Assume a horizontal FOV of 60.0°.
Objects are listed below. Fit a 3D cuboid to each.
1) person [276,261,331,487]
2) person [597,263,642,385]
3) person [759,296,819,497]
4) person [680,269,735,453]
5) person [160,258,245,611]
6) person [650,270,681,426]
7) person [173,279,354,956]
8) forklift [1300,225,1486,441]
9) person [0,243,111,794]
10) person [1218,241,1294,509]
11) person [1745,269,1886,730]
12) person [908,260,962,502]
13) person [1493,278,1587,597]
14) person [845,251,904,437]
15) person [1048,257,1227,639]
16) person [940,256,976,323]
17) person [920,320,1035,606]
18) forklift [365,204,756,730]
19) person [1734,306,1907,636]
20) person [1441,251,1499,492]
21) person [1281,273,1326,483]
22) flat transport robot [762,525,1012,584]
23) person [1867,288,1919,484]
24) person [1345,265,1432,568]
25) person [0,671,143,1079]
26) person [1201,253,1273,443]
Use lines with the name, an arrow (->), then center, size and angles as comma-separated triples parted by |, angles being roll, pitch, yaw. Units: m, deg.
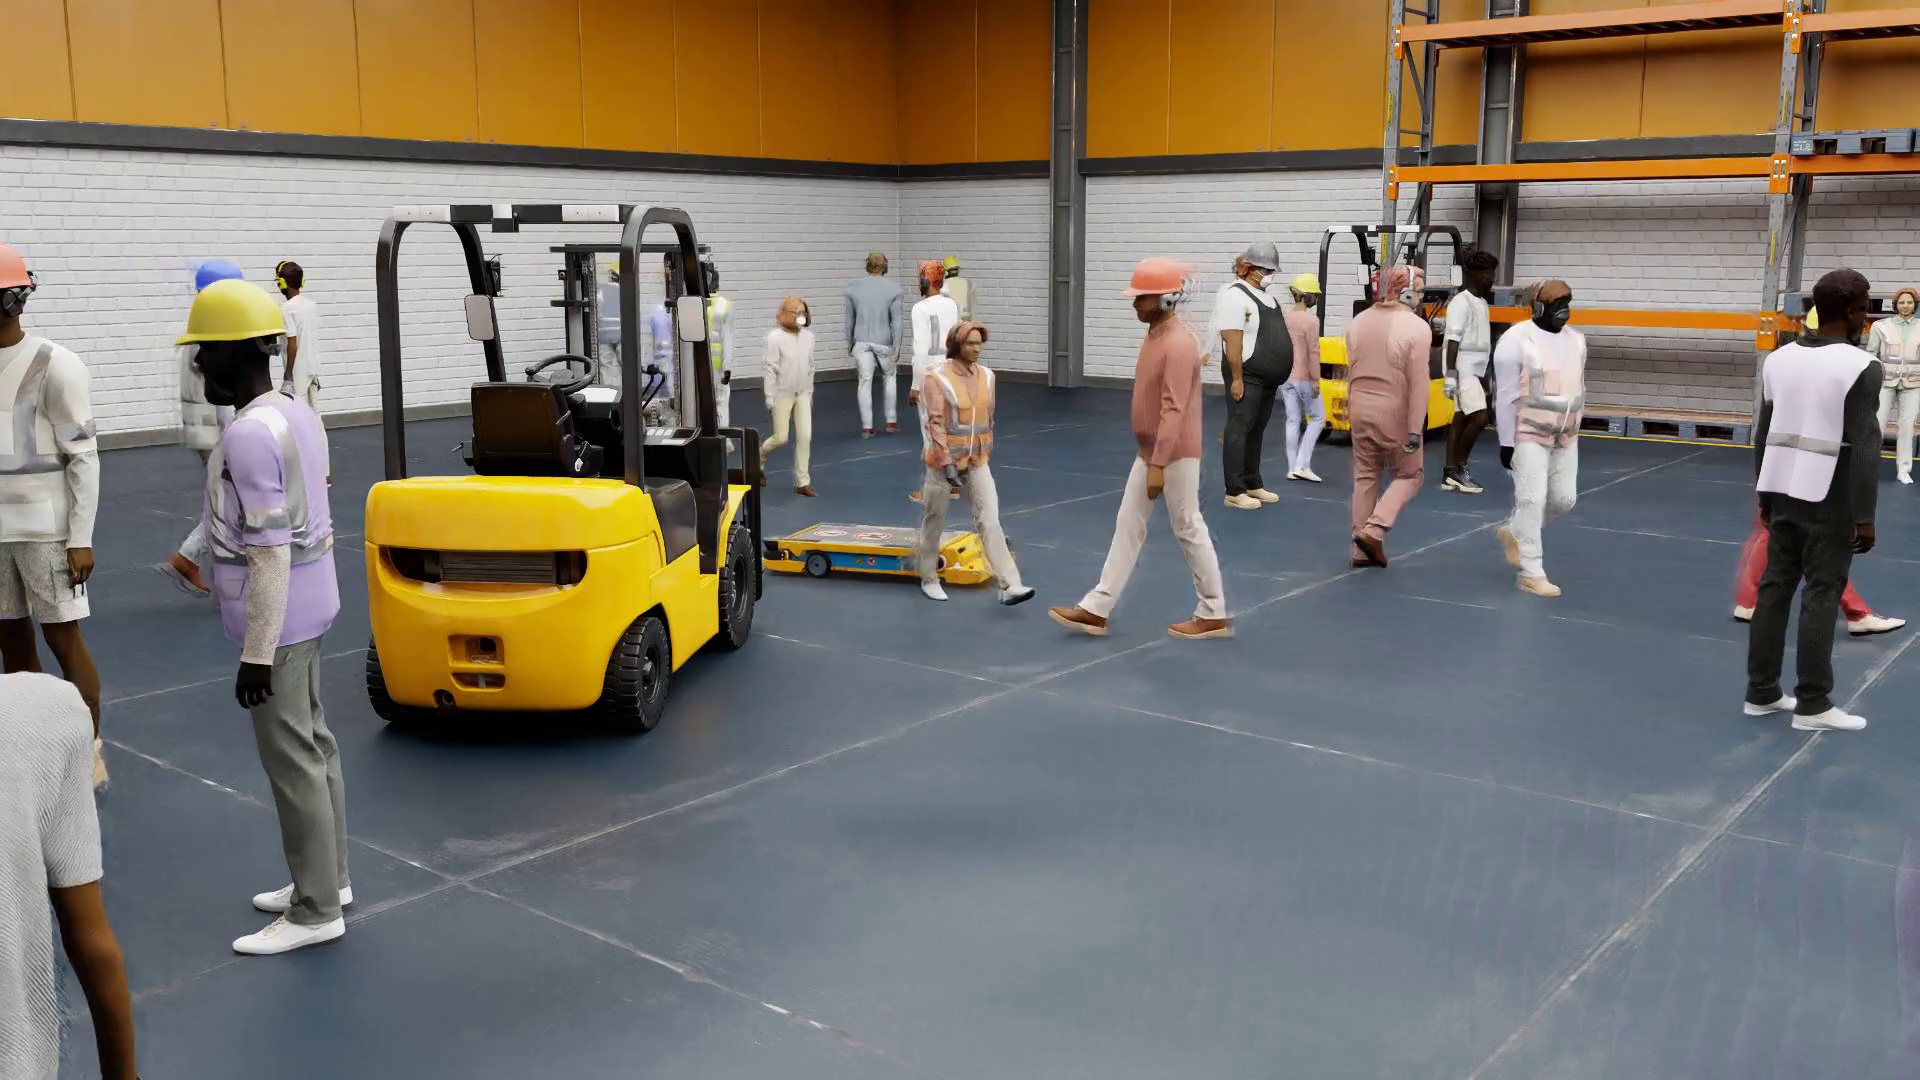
person -> -5.374, -1.323, 13.522 | 0.327, 1.865, 0.514 | 1, 10, 6
person -> -3.990, -2.307, 19.221 | 0.640, 1.789, 0.419 | -2, 11, -13
person -> -1.419, -1.148, 13.266 | 0.624, 1.608, 0.511 | 9, 14, 42
person -> -2.391, -1.646, 15.534 | 0.615, 1.797, 0.961 | 2, 10, 8
person -> -4.055, -0.556, 9.075 | 0.506, 1.936, 0.606 | -5, 12, -27
person -> -2.132, -1.183, 12.675 | 0.544, 1.888, 0.603 | 4, 11, 22
person -> -1.986, 0.225, 4.766 | 0.383, 1.924, 0.594 | -2, 10, -12
forklift -> 4.449, -2.115, 16.993 | 1.214, 2.155, 2.313 | 8, 13, 38
person -> -3.371, -0.044, 5.937 | 0.614, 2.040, 0.390 | 3, 11, 18
person -> 2.284, -1.269, 12.731 | 0.535, 2.000, 0.674 | 7, 12, 32
person -> 3.563, -0.164, 6.953 | 0.373, 1.915, 0.596 | -3, 11, -17
person -> -0.197, -1.229, 12.944 | 0.337, 1.882, 0.585 | 7, 12, 33
person -> 3.339, -0.608, 9.679 | 0.633, 1.823, 0.600 | -4, 11, -21
person -> -0.882, -2.041, 17.383 | 0.654, 1.911, 0.793 | 1, 10, 7
person -> 0.953, -0.440, 8.404 | 0.926, 1.941, 0.628 | -2, 10, -12
person -> -0.110, -2.876, 22.230 | 0.626, 1.818, 0.451 | -4, 11, -22
person -> 0.049, -0.404, 9.167 | 0.521, 1.589, 0.896 | -7, 13, -35
forklift -> -1.766, -0.406, 7.525 | 1.214, 2.155, 2.313 | 1, 10, 7
person -> 4.474, -0.362, 8.552 | 0.868, 1.726, 0.543 | 7, 12, 33
person -> 4.140, -1.339, 13.368 | 0.535, 1.945, 0.649 | 7, 12, 33
person -> 2.873, -1.352, 13.967 | 0.357, 1.766, 0.547 | -5, 11, -26
flat transport robot -> -0.456, 0.070, 10.213 | 1.431, 0.197, 0.652 | 3, 11, 18
person -> 7.866, -1.290, 13.960 | 0.520, 1.640, 0.307 | 4, 11, 20
person -> 2.628, -0.741, 10.239 | 0.441, 1.883, 0.654 | -8, 13, -39
person -> -1.291, 0.772, 2.045 | 0.967, 1.827, 0.538 | 7, 12, 32
person -> 2.691, -1.844, 16.278 | 0.657, 1.900, 0.786 | -7, 13, -35
